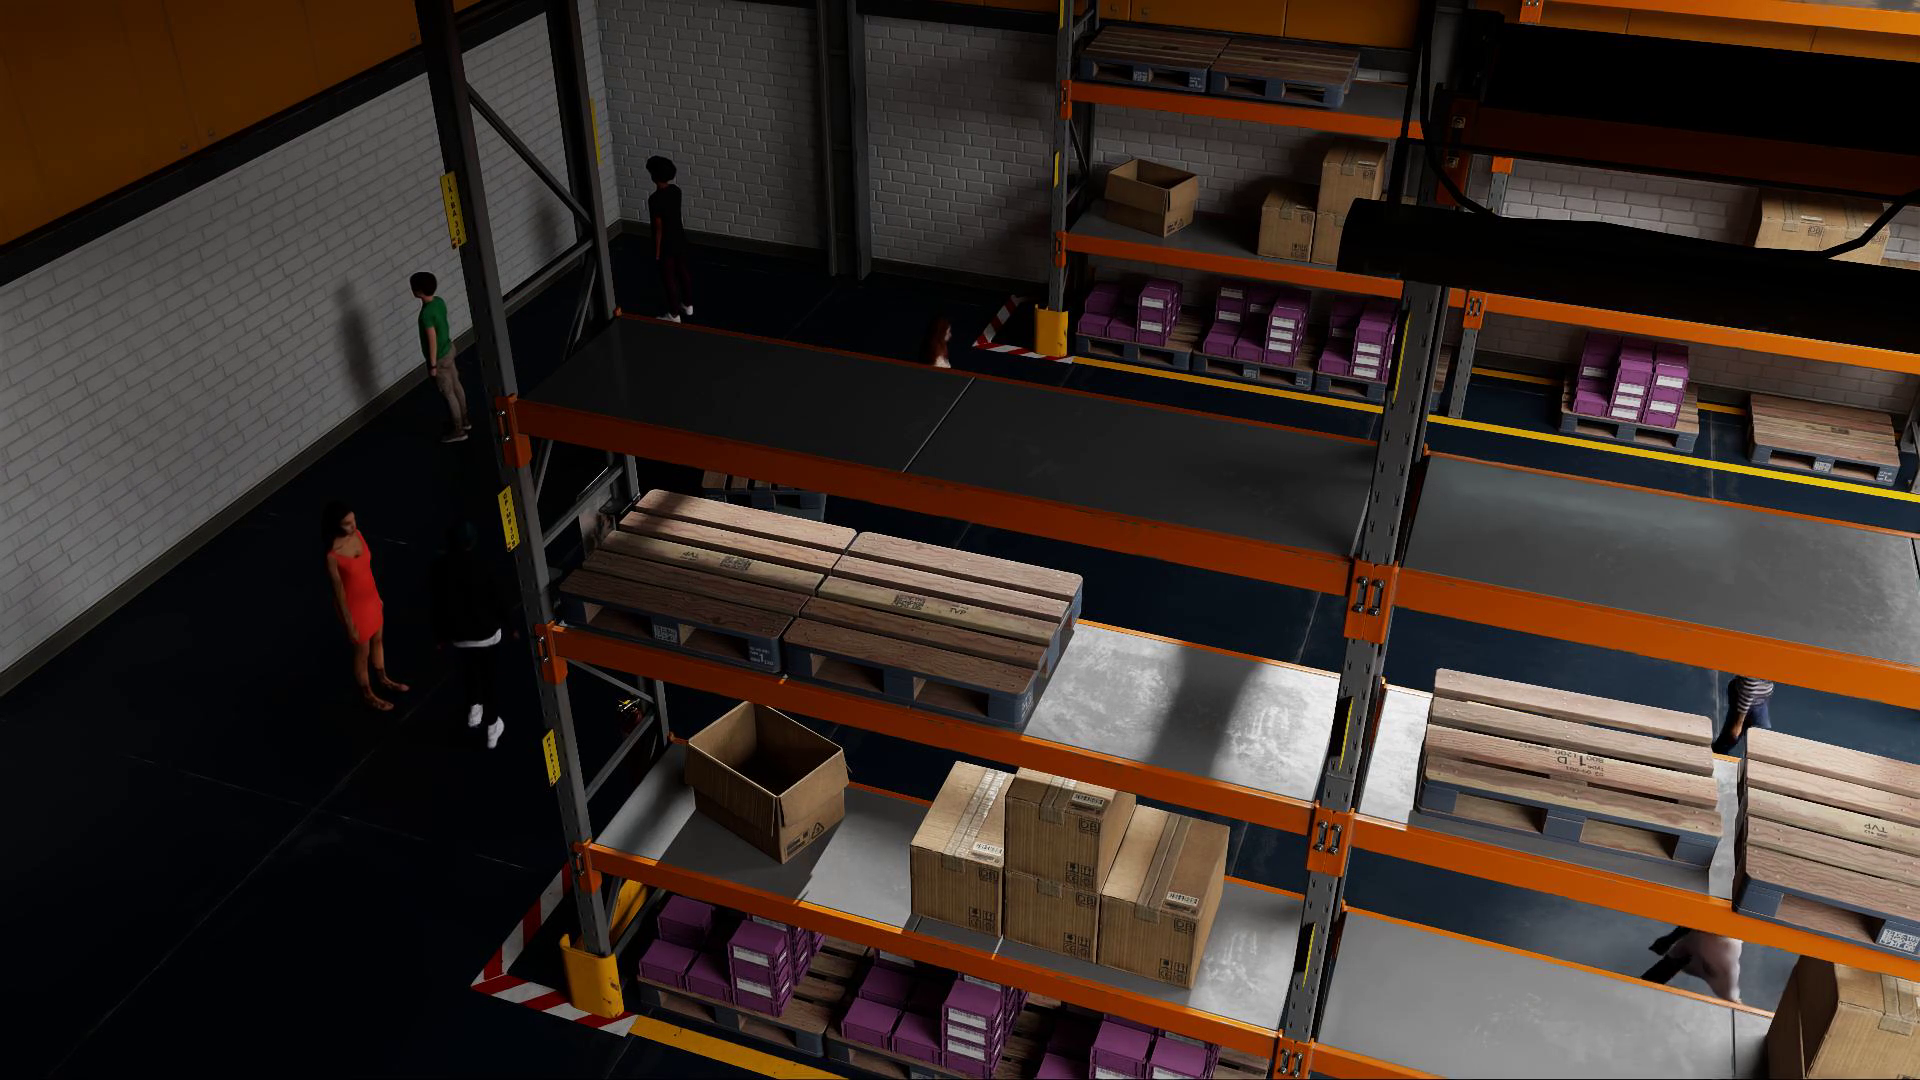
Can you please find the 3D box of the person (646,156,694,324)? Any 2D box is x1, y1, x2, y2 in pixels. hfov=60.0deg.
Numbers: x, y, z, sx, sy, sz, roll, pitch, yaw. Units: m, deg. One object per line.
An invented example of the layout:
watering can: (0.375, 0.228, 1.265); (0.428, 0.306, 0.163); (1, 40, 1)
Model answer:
person: (-2.992, -3.096, 17.124); (0.598, 1.784, 0.653); (16, 37, 22)

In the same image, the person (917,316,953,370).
person: (-0.339, -1.158, 14.287); (0.807, 1.696, 0.745); (-11, 35, -16)

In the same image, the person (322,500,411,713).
person: (-4.289, 0.462, 11.829); (0.574, 1.719, 0.614); (6, 34, 10)

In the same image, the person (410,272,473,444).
person: (-4.705, -1.676, 15.108); (0.628, 1.651, 0.644); (1, 34, 2)

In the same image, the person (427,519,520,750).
person: (-3.355, 0.693, 11.415); (0.722, 1.793, 0.843); (2, 34, 2)
